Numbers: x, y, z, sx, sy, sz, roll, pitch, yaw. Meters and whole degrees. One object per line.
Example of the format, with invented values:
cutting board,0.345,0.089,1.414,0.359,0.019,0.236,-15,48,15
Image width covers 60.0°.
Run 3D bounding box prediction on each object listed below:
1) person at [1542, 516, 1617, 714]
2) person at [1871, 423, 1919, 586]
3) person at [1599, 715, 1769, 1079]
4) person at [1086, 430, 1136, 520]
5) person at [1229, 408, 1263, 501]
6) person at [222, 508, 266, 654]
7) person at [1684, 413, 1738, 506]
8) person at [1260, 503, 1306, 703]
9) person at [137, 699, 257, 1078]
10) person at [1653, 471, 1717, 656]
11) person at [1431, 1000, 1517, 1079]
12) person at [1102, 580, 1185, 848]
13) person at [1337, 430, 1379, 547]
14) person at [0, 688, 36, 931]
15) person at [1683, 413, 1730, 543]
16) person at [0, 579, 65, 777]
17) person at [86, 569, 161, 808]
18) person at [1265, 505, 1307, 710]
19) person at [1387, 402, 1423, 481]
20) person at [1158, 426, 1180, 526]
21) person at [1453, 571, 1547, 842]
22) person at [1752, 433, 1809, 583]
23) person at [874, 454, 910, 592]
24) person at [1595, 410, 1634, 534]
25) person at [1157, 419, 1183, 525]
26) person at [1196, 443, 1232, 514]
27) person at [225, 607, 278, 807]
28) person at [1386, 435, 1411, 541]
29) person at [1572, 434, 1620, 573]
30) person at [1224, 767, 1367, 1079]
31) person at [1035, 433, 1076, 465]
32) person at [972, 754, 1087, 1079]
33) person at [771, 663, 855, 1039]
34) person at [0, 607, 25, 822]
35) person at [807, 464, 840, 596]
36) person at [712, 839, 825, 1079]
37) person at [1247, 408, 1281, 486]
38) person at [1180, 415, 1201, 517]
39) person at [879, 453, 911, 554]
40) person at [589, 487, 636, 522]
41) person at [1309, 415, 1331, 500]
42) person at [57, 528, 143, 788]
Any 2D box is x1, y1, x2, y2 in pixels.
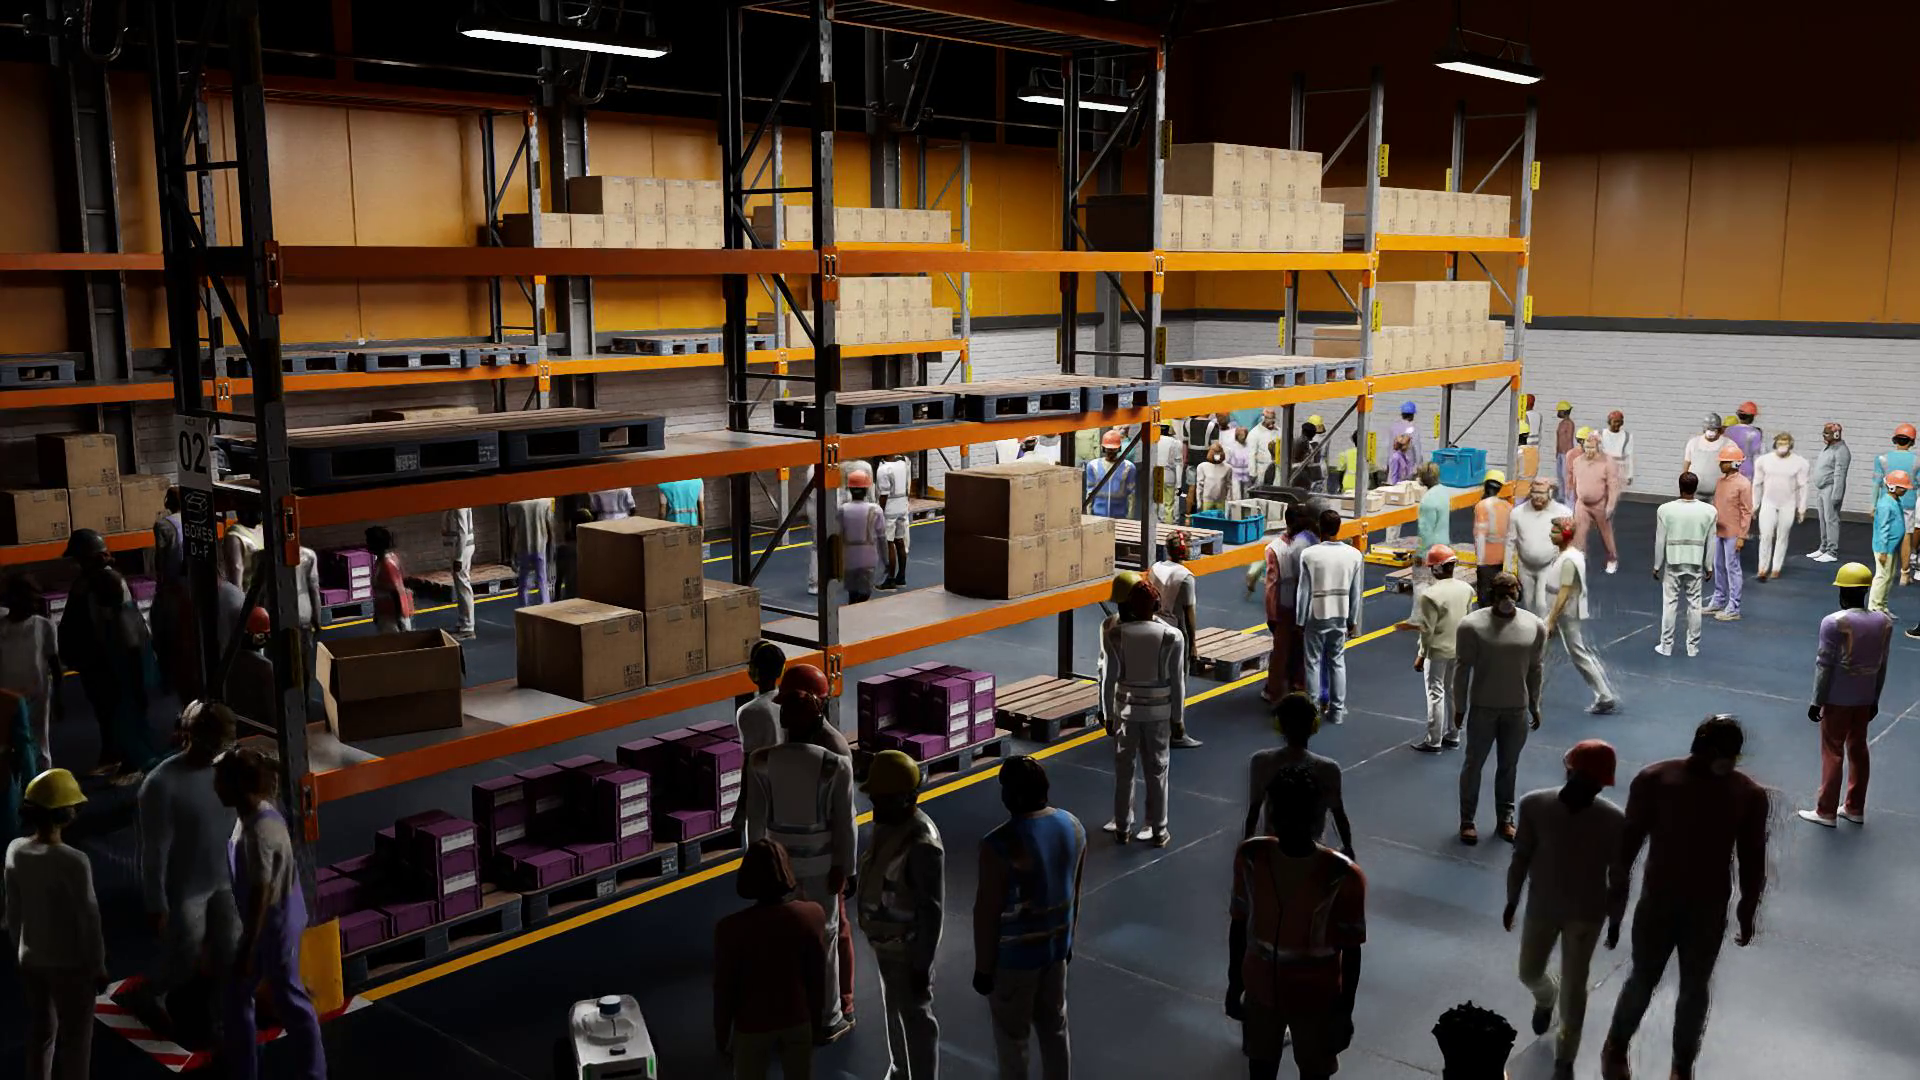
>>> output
person,5.455,0.677,14.978,0.991,1.802,0.573,1,10,8
person,11.820,-0.449,20.955,0.611,2.042,0.396,7,12,34
person,3.530,1.764,8.154,0.721,1.909,0.426,4,10,22
person,1.834,-0.323,20.256,0.602,2.035,0.415,1,10,8
person,4.830,-1.636,28.181,0.612,1.997,0.375,1,10,7
person,-6.802,0.488,15.999,0.430,1.837,0.631,1,10,3
person,10.184,-0.731,22.648,0.681,2.000,0.535,7,12,37
person,3.095,0.585,15.292,0.445,1.891,0.671,3,10,20
person,-3.864,1.727,8.372,0.792,1.910,0.661,6,11,31
person,7.464,0.252,17.153,0.590,1.917,0.391,2,10,12
person,1.454,2.285,4.862,0.603,1.966,0.367,-1,10,-6
person,1.271,1.207,11.569,0.575,1.880,0.359,2,10,14
person,5.753,-0.756,23.907,0.552,1.663,0.780,7,12,36
person,-5.782,1.504,9.826,0.611,1.865,0.998,-3,10,-17
person,10.865,-0.904,24.180,0.636,1.875,0.851,0,10,2
person,-6.807,1.175,12.048,0.564,1.798,0.670,-6,11,-33
person,-6.185,1.107,12.359,0.430,1.809,0.562,-5,11,-28
person,2.976,0.618,15.012,0.598,1.907,0.409,-7,12,-37
person,6.902,-1.198,25.898,0.970,1.911,0.612,-5,11,-26
person,3.101,-0.989,25.084,0.492,1.740,0.325,-5,11,-29
person,3.764,1.163,11.646,0.635,1.937,0.352,0,10,-1
person,10.360,-0.394,21.052,0.656,1.896,0.957,5,11,28
person,-0.862,-0.337,20.540,0.379,1.959,0.603,5,11,29
person,9.682,-0.985,24.674,0.603,1.862,0.659,2,10,12
person,2.884,-0.834,23.632,0.587,1.919,0.397,4,10,25
person,3.439,-0.509,22.534,0.503,1.632,0.270,-1,10,-6
person,-4.768,1.316,11.316,0.568,1.743,0.349,5,11,29
person,6.201,-0.679,23.561,0.314,1.631,0.524,5,11,26
person,8.260,-0.460,21.572,0.663,1.863,0.907,9,13,44
person,1.405,1.914,7.080,0.609,1.965,0.364,6,11,33
person,1.238,-0.804,23.088,0.673,2.000,0.535,3,10,15
person,0.300,1.886,7.661,0.618,1.836,0.431,-9,13,-43
person,-0.783,1.619,8.793,0.408,1.986,0.618,-6,11,-33
person,-7.095,1.117,12.177,0.594,1.849,0.778,-9,13,-42
person,-1.669,-0.258,20.302,0.411,1.888,0.719,-3,10,-15
person,-0.812,2.078,7.124,0.502,1.627,0.277,-4,10,-24
person,4.600,-1.038,24.933,0.658,1.893,0.400,-6,11,-30
person,3.718,-1.300,26.389,0.386,1.929,0.543,-4,10,-25
person,-0.899,-0.597,23.040,0.512,1.642,0.312,-6,11,-33
person,-4.220,-0.146,20.266,0.585,1.667,0.570,1,10,6
person,5.432,-1.044,25.437,0.483,1.737,0.319,-6,11,-30
person,-6.708,0.897,12.927,0.684,2.000,0.537,9,13,42
